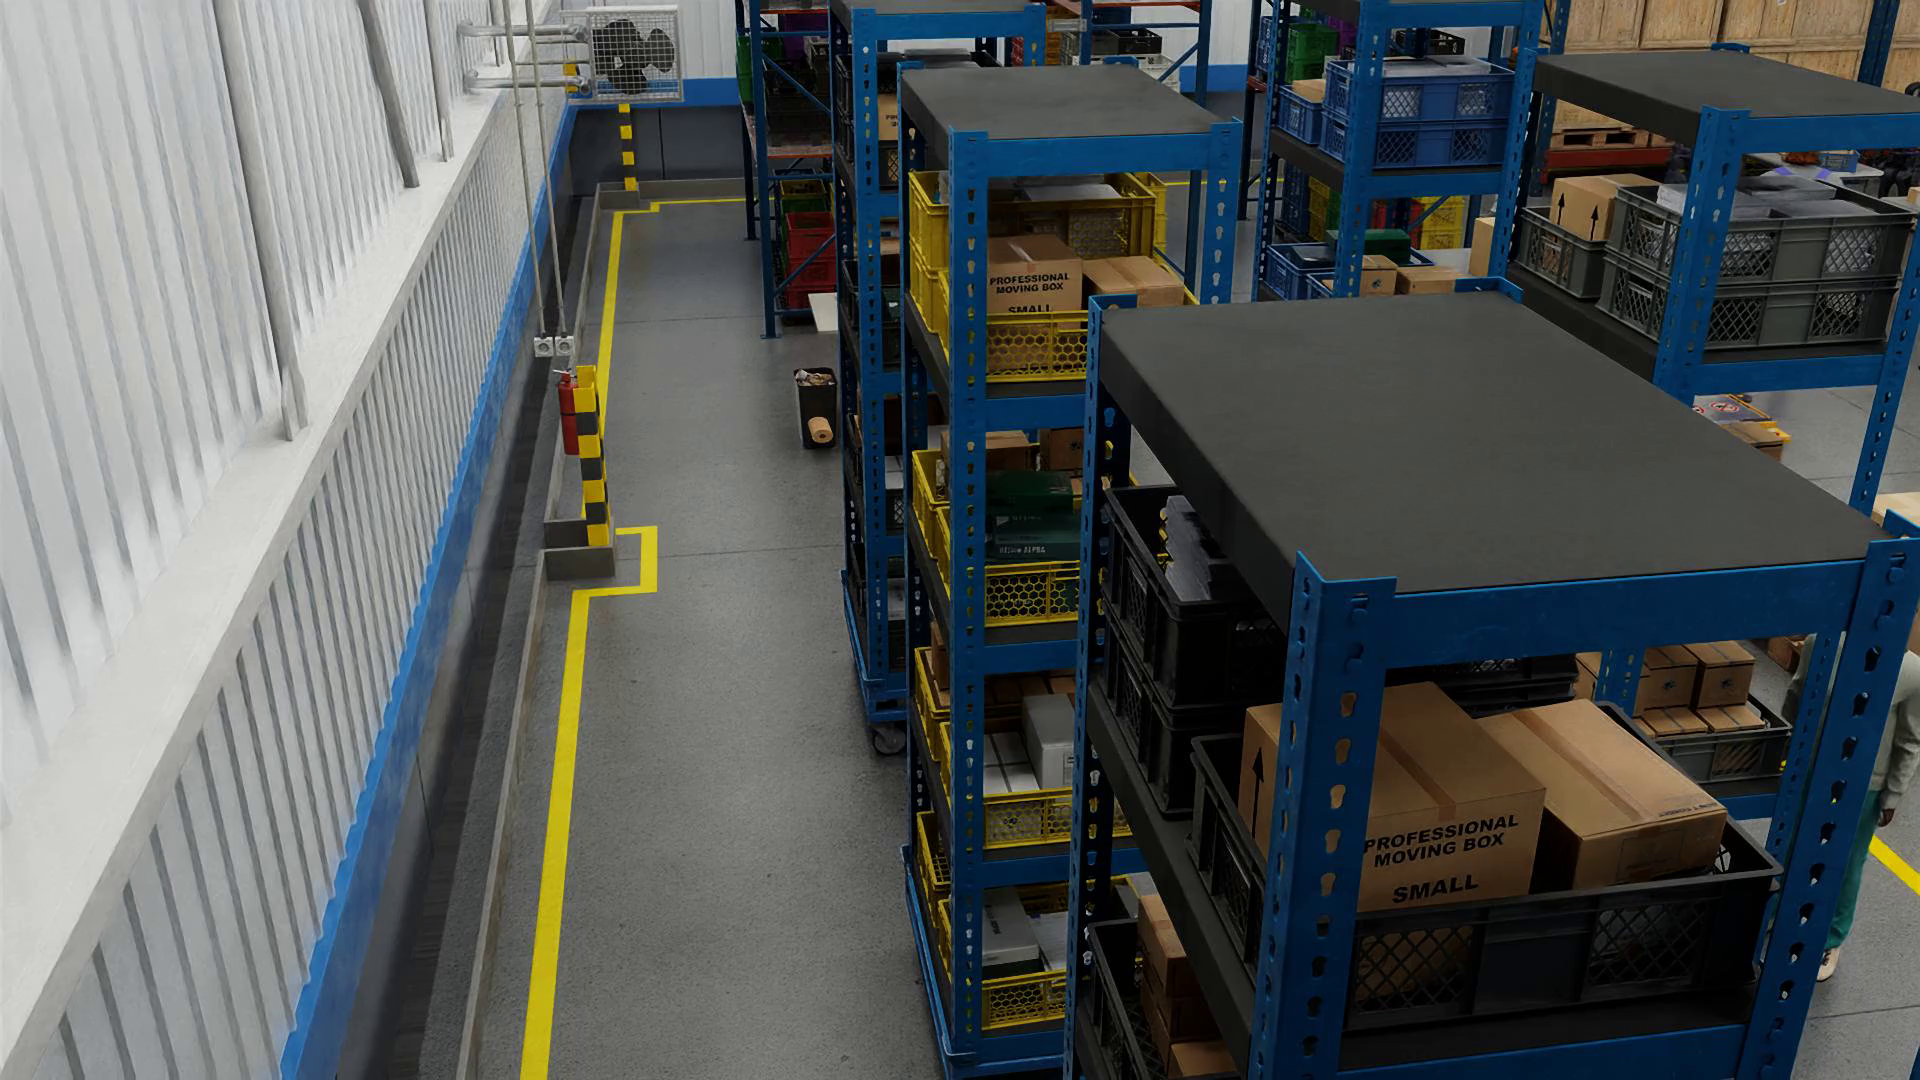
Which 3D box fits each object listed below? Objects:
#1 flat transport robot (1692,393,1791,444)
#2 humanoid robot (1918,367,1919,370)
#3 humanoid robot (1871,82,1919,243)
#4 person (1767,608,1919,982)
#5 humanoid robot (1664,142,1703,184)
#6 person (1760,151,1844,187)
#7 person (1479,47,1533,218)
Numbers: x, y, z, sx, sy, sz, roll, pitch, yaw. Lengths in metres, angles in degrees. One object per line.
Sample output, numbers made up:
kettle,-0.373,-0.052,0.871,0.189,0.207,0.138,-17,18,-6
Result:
flat transport robot,5.224,-0.859,12.132,1.431,0.197,0.652,-4,25,-8
humanoid robot,8.011,-2.106,13.181,0.737,1.646,0.431,17,30,32
humanoid robot,9.494,-3.783,16.820,0.313,1.657,0.609,-10,27,-21
person,3.441,0.912,6.526,0.313,1.766,0.522,-20,31,-37
humanoid robot,7.277,-3.704,16.660,0.590,1.649,0.331,-14,28,-28
person,6.463,-2.265,13.104,0.682,2.000,0.536,4,25,8
person,5.840,-4.272,17.656,0.357,1.882,0.573,-1,25,-3
